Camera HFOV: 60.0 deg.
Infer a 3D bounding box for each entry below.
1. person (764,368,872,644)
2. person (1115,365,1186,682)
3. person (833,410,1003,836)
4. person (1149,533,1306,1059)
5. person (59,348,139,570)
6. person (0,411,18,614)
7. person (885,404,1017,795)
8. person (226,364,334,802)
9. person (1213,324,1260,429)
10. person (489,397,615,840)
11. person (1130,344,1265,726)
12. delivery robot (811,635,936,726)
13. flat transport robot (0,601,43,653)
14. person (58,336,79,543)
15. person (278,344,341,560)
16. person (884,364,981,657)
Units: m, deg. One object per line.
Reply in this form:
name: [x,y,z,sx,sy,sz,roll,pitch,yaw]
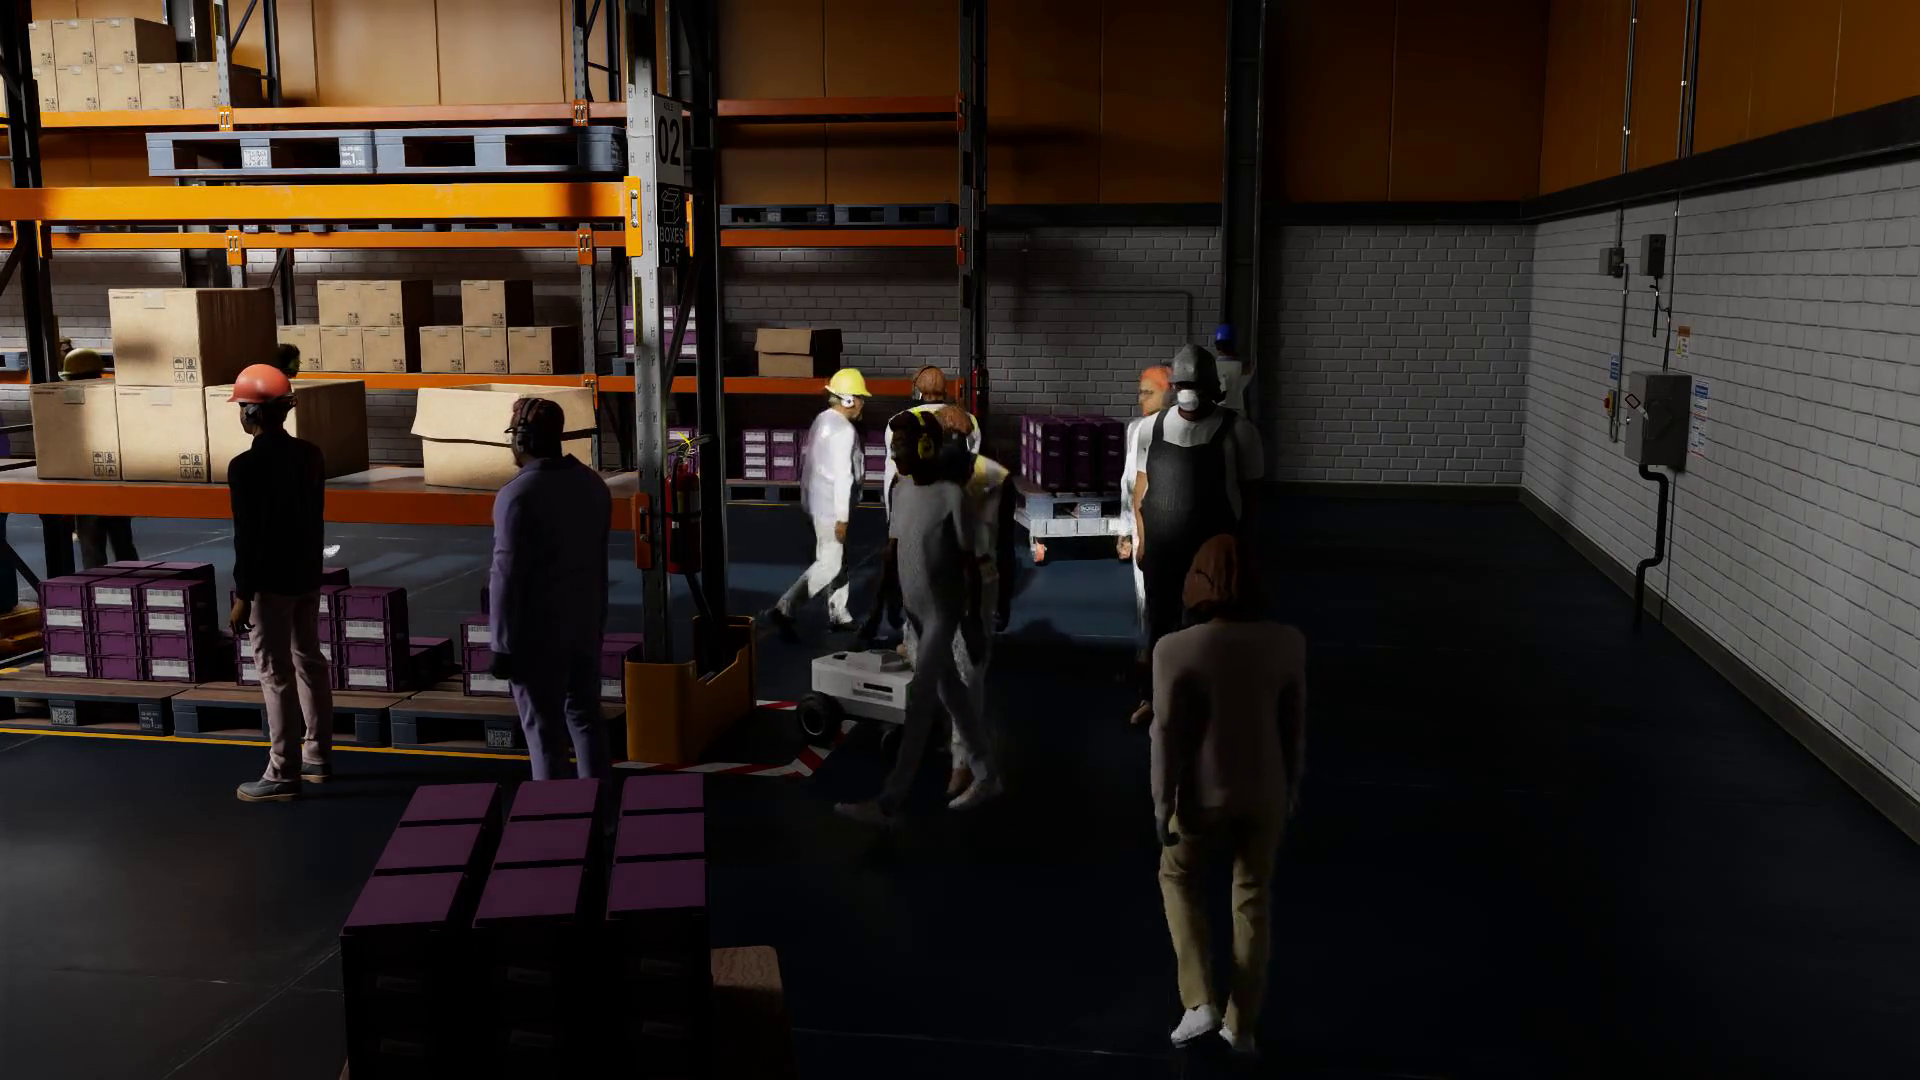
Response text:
person: [-0.925,-0.223,10.863,0.737,1.798,0.608,-3,10,-19]
person: [1.140,-0.069,9.601,0.338,1.883,0.581,-7,12,-37]
person: [-0.187,0.348,7.250,0.998,1.805,0.485,-6,11,-34]
person: [0.815,0.789,5.102,0.515,1.624,0.347,-1,9,-8]
person: [-5.628,-0.286,10.848,0.395,1.919,0.587,4,10,22]
person: [-6.231,-0.219,10.640,0.389,1.847,0.563,-3,10,-19]
person: [-0.039,0.239,7.949,0.627,1.811,0.840,1,9,5]
person: [-3.123,0.196,7.613,0.381,1.995,0.611,2,9,11]
person: [2.394,-0.969,15.015,0.604,1.938,0.402,1,9,8]
person: [-1.709,0.360,6.894,0.398,1.901,0.646,4,10,25]
person: [1.208,-0.003,8.701,0.683,2.000,0.536,4,10,25]
delivery robot: [-0.408,0.730,8.460,0.707,0.478,0.477,7,11,35]
flat transport robot: [-6.459,0.528,10.881,1.431,0.197,0.652,3,10,19]
person: [-8.002,-0.902,14.887,0.345,1.847,0.506,-1,9,-5]
person: [-5.497,-0.686,13.600,0.546,1.817,0.918,2,9,10]
person: [-0.184,-0.165,10.321,0.626,1.846,0.429,-4,10,-21]
